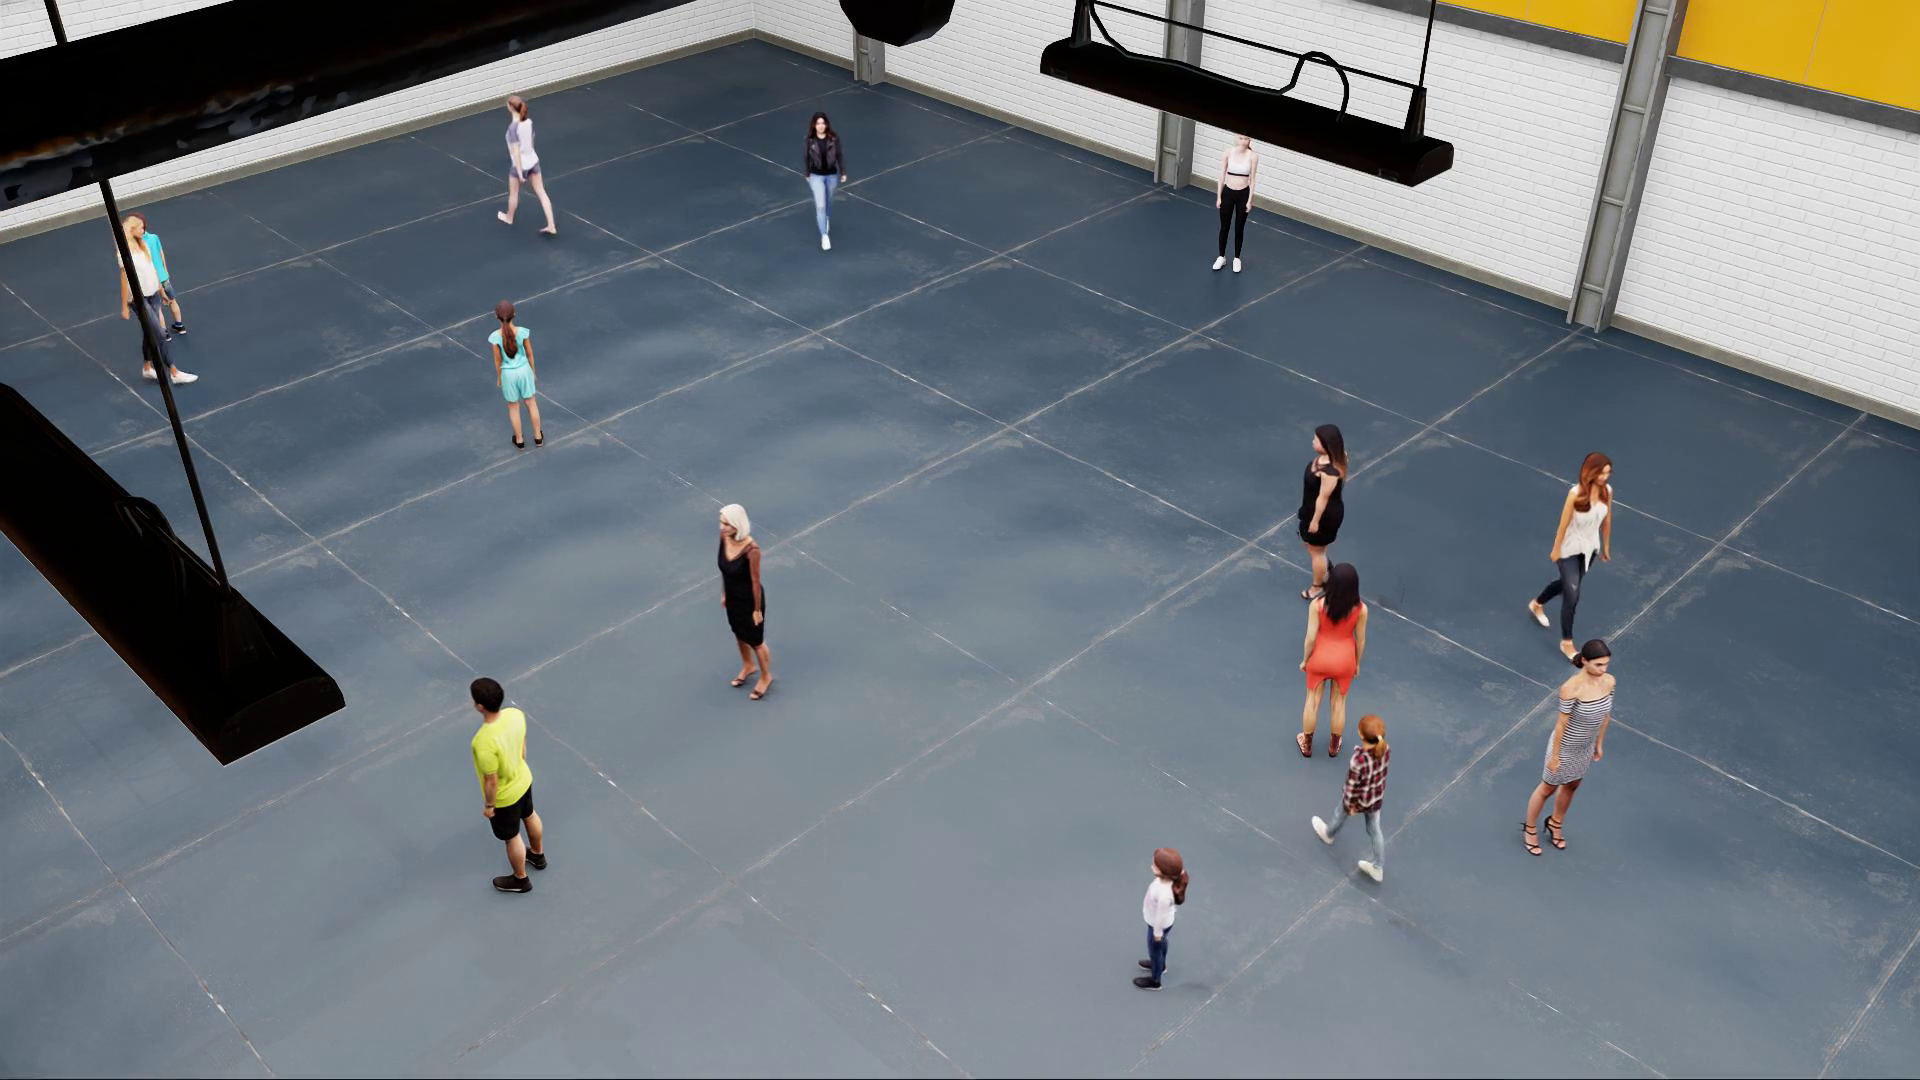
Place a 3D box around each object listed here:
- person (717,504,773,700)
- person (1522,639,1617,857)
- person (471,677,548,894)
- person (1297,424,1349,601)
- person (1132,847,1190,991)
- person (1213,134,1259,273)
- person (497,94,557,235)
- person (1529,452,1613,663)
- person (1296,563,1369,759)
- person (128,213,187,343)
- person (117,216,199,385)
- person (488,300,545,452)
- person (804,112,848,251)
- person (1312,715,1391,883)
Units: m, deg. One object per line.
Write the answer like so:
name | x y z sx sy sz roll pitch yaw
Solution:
person | -1.660 0.449 12.815 0.638 1.743 0.442 -27 42 -35
person | 4.151 1.407 11.308 0.650 1.817 0.641 -14 36 -19
person | -3.015 1.615 11.092 0.685 1.709 0.696 11 35 16
person | 3.104 -0.200 13.830 0.823 1.700 0.797 10 35 14
person | 1.286 2.367 10.502 0.608 1.110 0.552 6 34 9
person | 3.237 -4.013 19.531 0.619 1.740 0.728 9 35 13
person | -5.246 -4.541 20.349 1.179 1.714 0.753 19 38 27
person | 4.925 0.041 13.414 0.838 1.761 1.072 -13 36 -19
person | 2.719 0.888 12.177 0.651 1.719 0.729 3 34 5
person | -8.768 -2.877 18.085 0.546 1.449 0.563 19 38 26
person | -8.499 -2.460 17.167 1.031 1.771 0.944 6 34 10
person | -4.288 -1.602 16.069 0.627 1.558 0.650 -13 36 -18
person | -1.667 -4.445 20.312 1.010 1.595 1.201 -8 34 -12
person | 2.782 1.761 11.267 0.698 1.272 0.962 -16 37 -23
